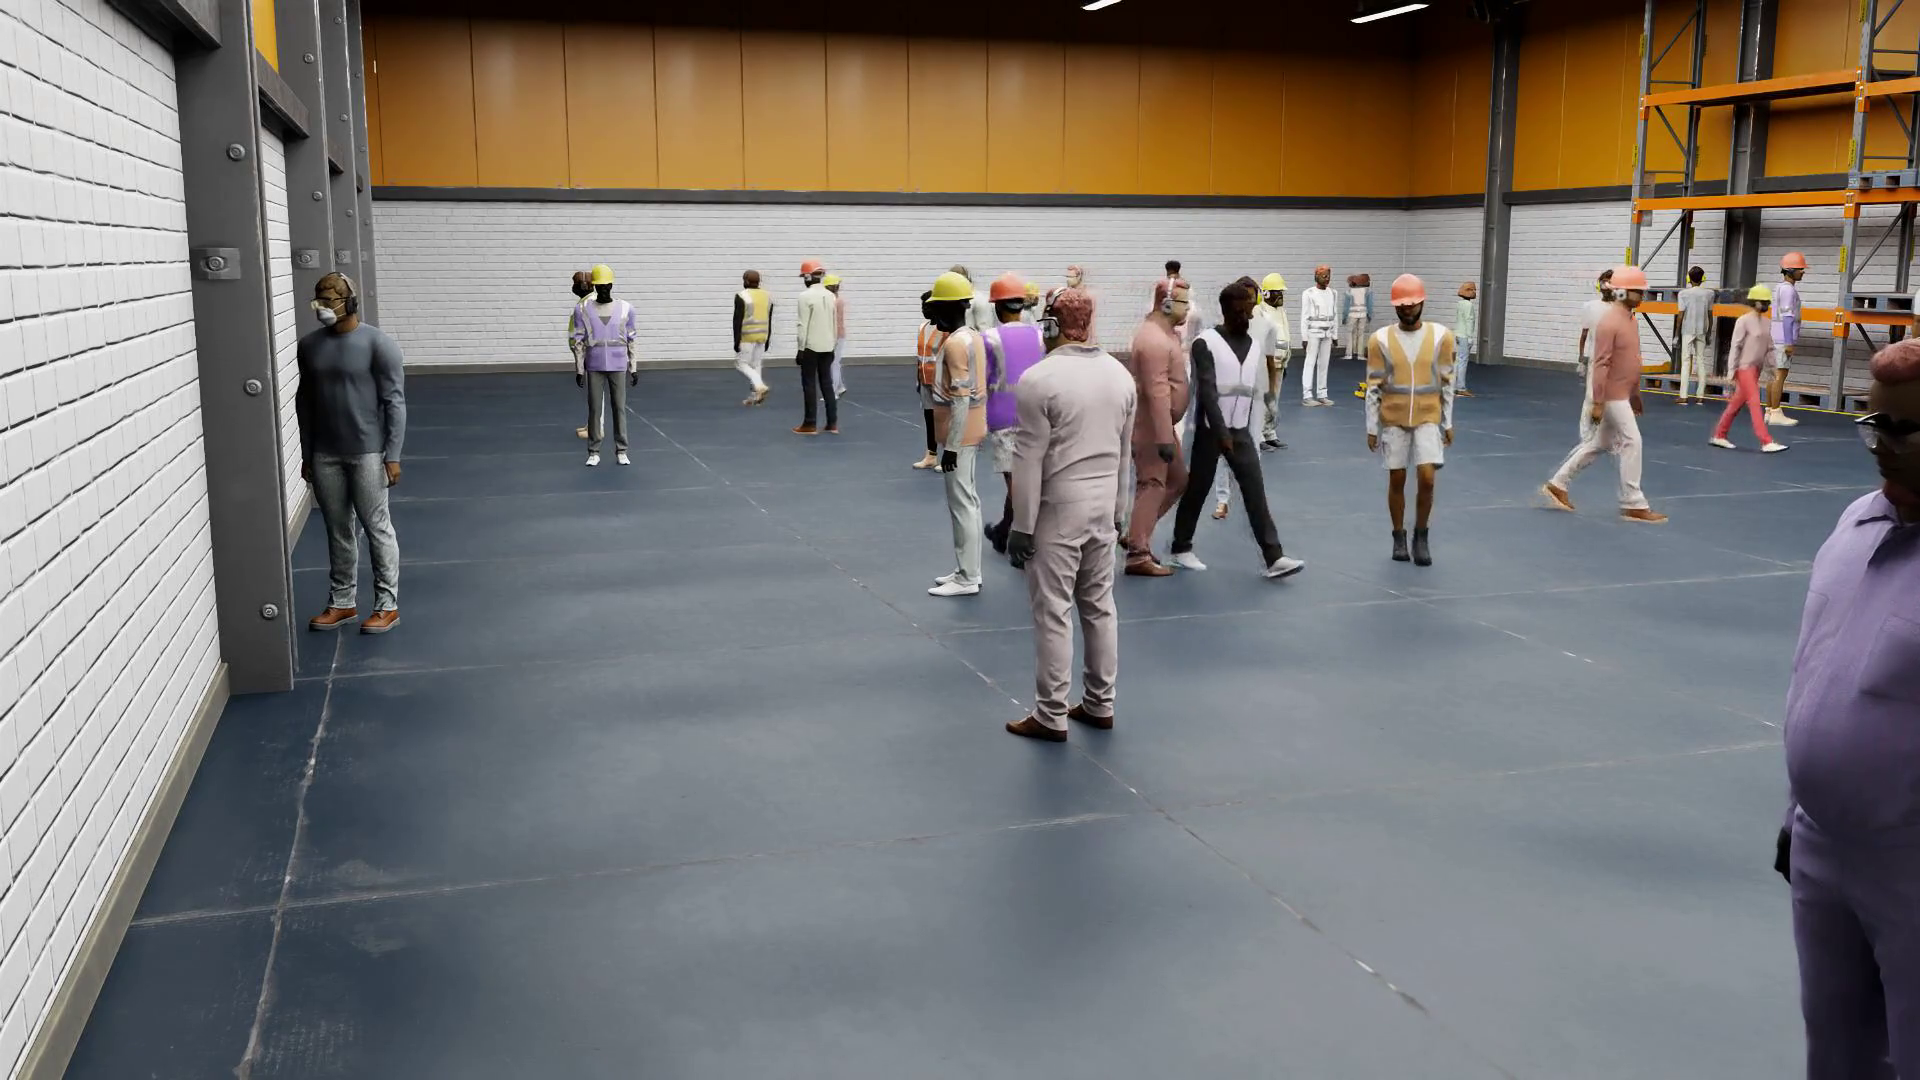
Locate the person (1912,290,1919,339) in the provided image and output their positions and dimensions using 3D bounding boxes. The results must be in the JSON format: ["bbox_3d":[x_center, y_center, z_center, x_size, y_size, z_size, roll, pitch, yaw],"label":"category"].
[{"bbox_3d":[11.276,-2.281,19.191,0.677,2.000,0.535,0,10,-1],"label":"person"}]

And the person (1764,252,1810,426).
[{"bbox_3d":[9.816,-2.381,19.758,0.376,2.045,0.605,3,10,16],"label":"person"}]

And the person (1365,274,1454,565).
[{"bbox_3d":[2.934,-0.778,10.883,0.568,1.901,0.617,2,10,13],"label":"person"}]

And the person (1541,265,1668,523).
[{"bbox_3d":[4.999,-1.136,12.828,0.972,1.959,0.621,7,12,37],"label":"person"}]

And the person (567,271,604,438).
[{"bbox_3d":[-4.132,-2.057,18.469,0.430,1.844,0.624,-2,10,-12],"label":"person"}]

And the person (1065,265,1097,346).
[{"bbox_3d":[1.348,-2.434,20.513,0.719,1.880,0.687,-6,11,-31],"label":"person"}]

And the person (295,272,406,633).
[{"bbox_3d":[-3.279,-0.462,8.950,0.635,1.937,0.353,3,10,16],"label":"person"}]

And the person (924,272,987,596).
[{"bbox_3d":[-0.028,-0.625,9.931,0.373,1.925,0.595,1,10,8],"label":"person"}]

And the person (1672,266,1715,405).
[{"bbox_3d":[9.889,-2.753,22.439,0.517,1.865,0.328,0,10,1],"label":"person"}]

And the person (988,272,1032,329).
[{"bbox_3d":[0.631,-2.529,21.361,0.624,1.784,0.905,0,10,0],"label":"person"}]

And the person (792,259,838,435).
[{"bbox_3d":[-1.631,-2.164,18.731,0.450,1.971,0.633,7,12,35],"label":"person"}]

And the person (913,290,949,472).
[{"bbox_3d":[-0.226,-1.479,15.545,0.318,1.693,0.539,-8,13,-40],"label":"person"}]

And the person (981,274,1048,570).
[{"bbox_3d":[0.296,-0.790,10.965,0.561,1.890,0.994,-4,11,-24],"label":"person"}]

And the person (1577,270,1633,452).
[{"bbox_3d":[6.612,-1.827,17.056,0.533,1.870,0.315,2,10,9],"label":"person"}]

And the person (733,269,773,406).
[{"bbox_3d":[-2.725,-2.663,22.020,0.540,1.823,0.643,8,13,40],"label":"person"}]

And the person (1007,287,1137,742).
[{"bbox_3d":[0.448,-0.109,7.031,0.641,1.902,0.402,-9,13,-42],"label":"person"}]

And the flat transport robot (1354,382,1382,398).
[{"bbox_3d":[6.057,-2.033,22.870,0.652,0.197,1.431,-2,10,-14],"label":"flat transport robot"}]

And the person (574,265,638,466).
[{"bbox_3d":[-3.393,-1.667,15.963,0.595,1.925,0.375,-2,10,-13],"label":"person"}]

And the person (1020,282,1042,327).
[{"bbox_3d":[0.702,-2.114,19.181,0.785,1.719,0.495,2,10,12],"label":"person"}]

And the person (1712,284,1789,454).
[{"bbox_3d":[8.157,-1.760,17.089,0.542,1.712,0.903,-6,12,-32],"label":"person"}]

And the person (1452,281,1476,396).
[{"bbox_3d":[7.235,-2.875,23.802,0.278,1.634,0.498,0,10,0],"label":"person"}]

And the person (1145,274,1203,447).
[{"bbox_3d":[2.229,-1.912,17.726,0.646,1.805,0.851,-1,10,-5],"label":"person"}]

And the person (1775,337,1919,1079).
[{"bbox_3d":[1.708,0.580,3.037,0.407,1.902,0.639,-2,10,-9],"label":"person"}]

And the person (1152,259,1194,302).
[{"bbox_3d":[2.964,-2.918,23.129,0.603,1.952,0.644,3,10,18],"label":"person"}]

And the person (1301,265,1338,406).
[{"bbox_3d":[4.796,-2.724,22.223,0.569,1.882,0.338,-5,11,-29],"label":"person"}]

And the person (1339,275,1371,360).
[{"bbox_3d":[7.506,-4.199,31.543,0.616,1.613,0.334,-1,10,-7],"label":"person"}]

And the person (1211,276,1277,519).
[{"bbox_3d":[2.166,-1.081,12.751,0.532,1.865,0.310,1,10,8],"label":"person"}]

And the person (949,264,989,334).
[{"bbox_3d":[-0.009,-2.000,17.915,0.537,1.919,0.624,-9,13,-43],"label":"person"}]

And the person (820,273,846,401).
[{"bbox_3d":[-1.769,-2.794,22.980,0.374,1.763,0.535,-4,10,-21],"label":"person"}]

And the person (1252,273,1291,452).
[{"bbox_3d":[3.209,-1.829,17.175,0.404,1.832,0.599,8,12,38],"label":"person"}]

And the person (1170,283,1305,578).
[{"bbox_3d":[1.709,-0.674,10.477,0.577,1.846,1.012,-7,12,-34],"label":"person"}]

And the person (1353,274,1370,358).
[{"bbox_3d":[7.875,-4.382,32.528,0.278,1.633,0.507,-2,10,-13],"label":"person"}]

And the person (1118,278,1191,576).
[{"bbox_3d":[1.248,-0.702,10.508,0.453,1.884,0.714,1,10,6],"label":"person"}]
